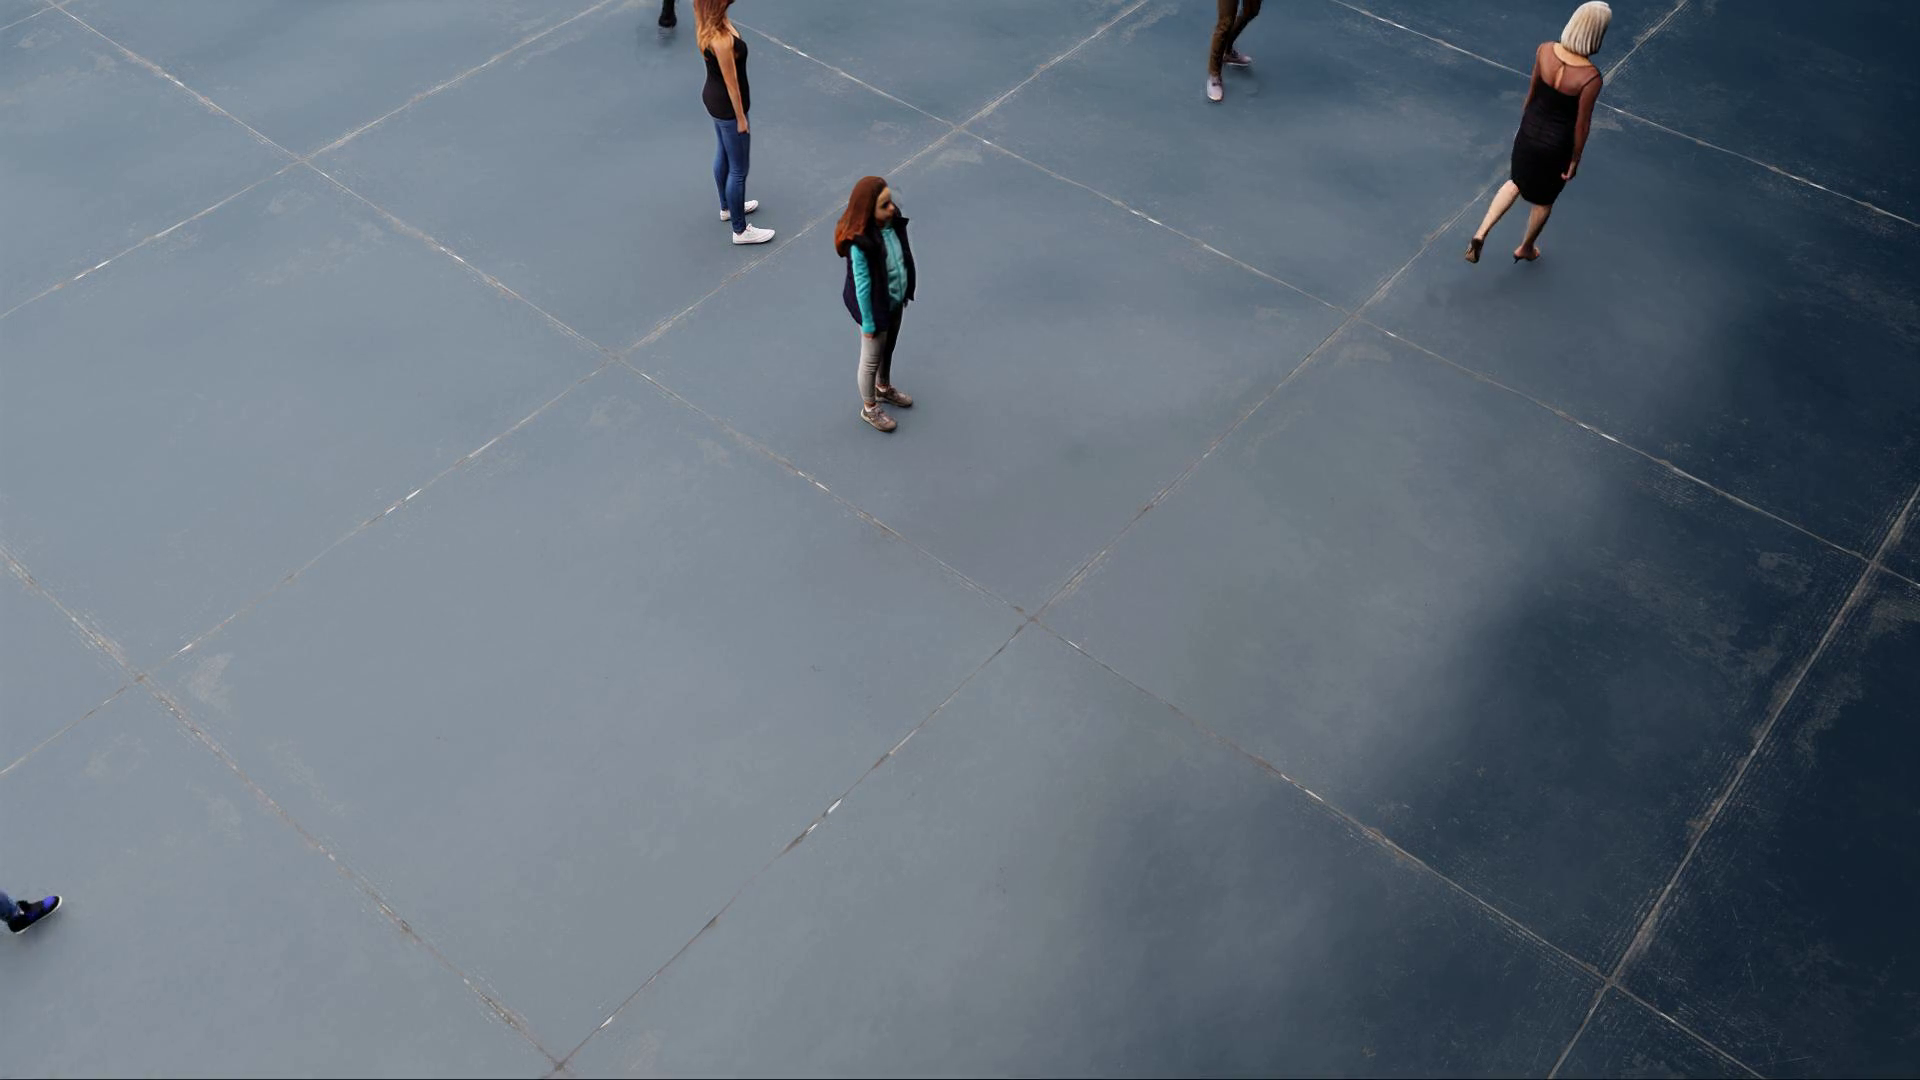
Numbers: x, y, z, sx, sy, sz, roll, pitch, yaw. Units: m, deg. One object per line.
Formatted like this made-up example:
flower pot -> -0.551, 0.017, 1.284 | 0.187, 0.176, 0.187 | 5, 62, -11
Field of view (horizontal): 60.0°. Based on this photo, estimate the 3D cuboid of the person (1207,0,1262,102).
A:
person -> 1.798, -3.699, 10.663 | 0.590, 1.767, 0.807 | -20, 50, -18

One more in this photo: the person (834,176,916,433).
person -> -0.421, -1.226, 8.558 | 0.690, 1.501, 0.593 | 20, 50, 17

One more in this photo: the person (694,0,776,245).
person -> -1.343, -2.519, 9.603 | 0.669, 1.722, 0.666 | -16, 49, -14

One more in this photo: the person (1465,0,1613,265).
person -> 3.224, -2.197, 9.299 | 0.912, 1.731, 0.722 | -29, 53, -24
